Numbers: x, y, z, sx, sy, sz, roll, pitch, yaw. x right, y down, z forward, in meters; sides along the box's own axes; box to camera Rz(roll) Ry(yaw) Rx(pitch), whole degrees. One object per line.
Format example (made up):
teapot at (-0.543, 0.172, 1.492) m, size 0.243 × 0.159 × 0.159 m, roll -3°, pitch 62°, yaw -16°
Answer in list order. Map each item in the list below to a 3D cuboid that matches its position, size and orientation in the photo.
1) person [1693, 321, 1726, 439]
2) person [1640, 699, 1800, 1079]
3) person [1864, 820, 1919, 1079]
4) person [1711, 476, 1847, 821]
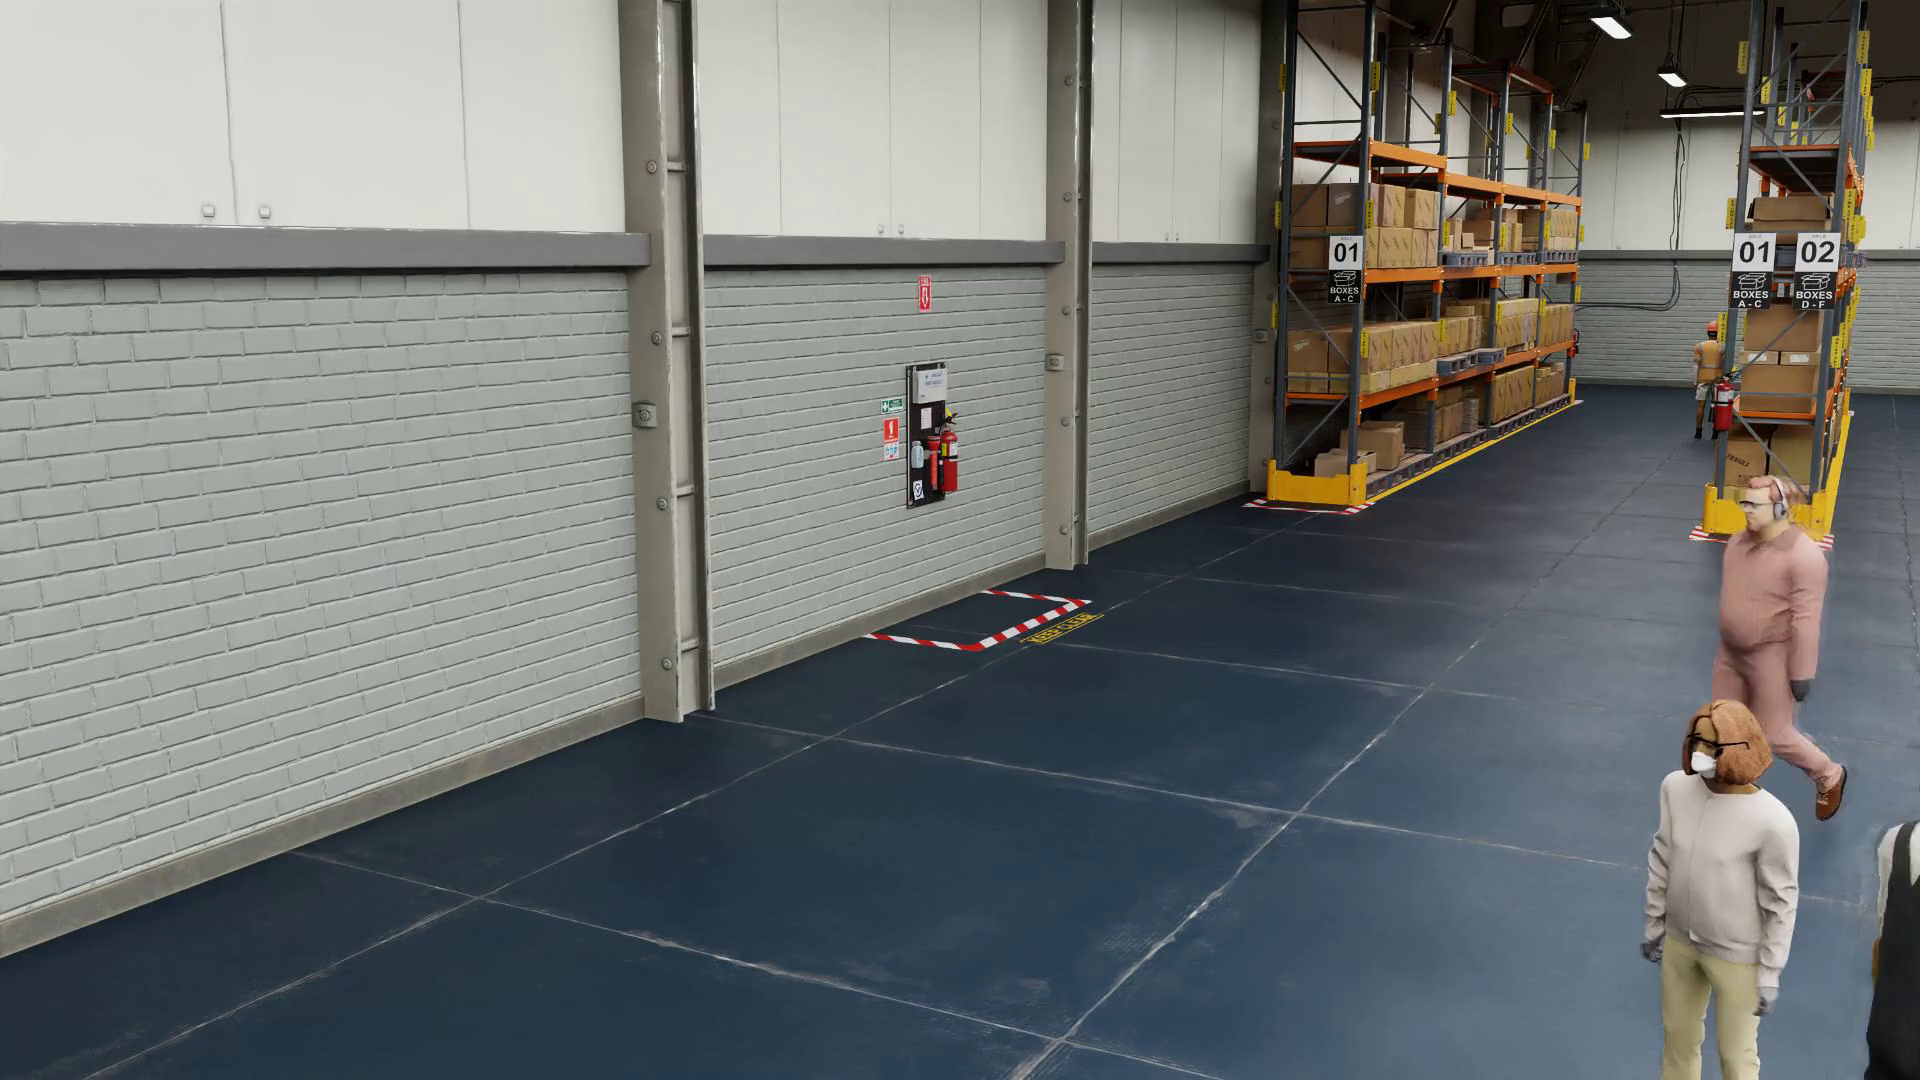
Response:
person at (12.313, -2.620, 27.279) m, size 0.544 × 1.939 × 0.353 m, roll 5°, pitch 11°, yaw 29°
person at (2.367, 1.296, 5.240) m, size 0.286 × 1.633 × 0.501 m, roll -5°, pitch 11°, yaw -26°
person at (2.531, 1.367, 4.390) m, size 0.947 × 1.798 × 0.533 m, roll -1°, pitch 10°, yaw -6°
person at (4.220, 0.593, 8.642) m, size 0.756 × 1.882 × 0.651 m, roll -3°, pitch 10°, yaw -14°
